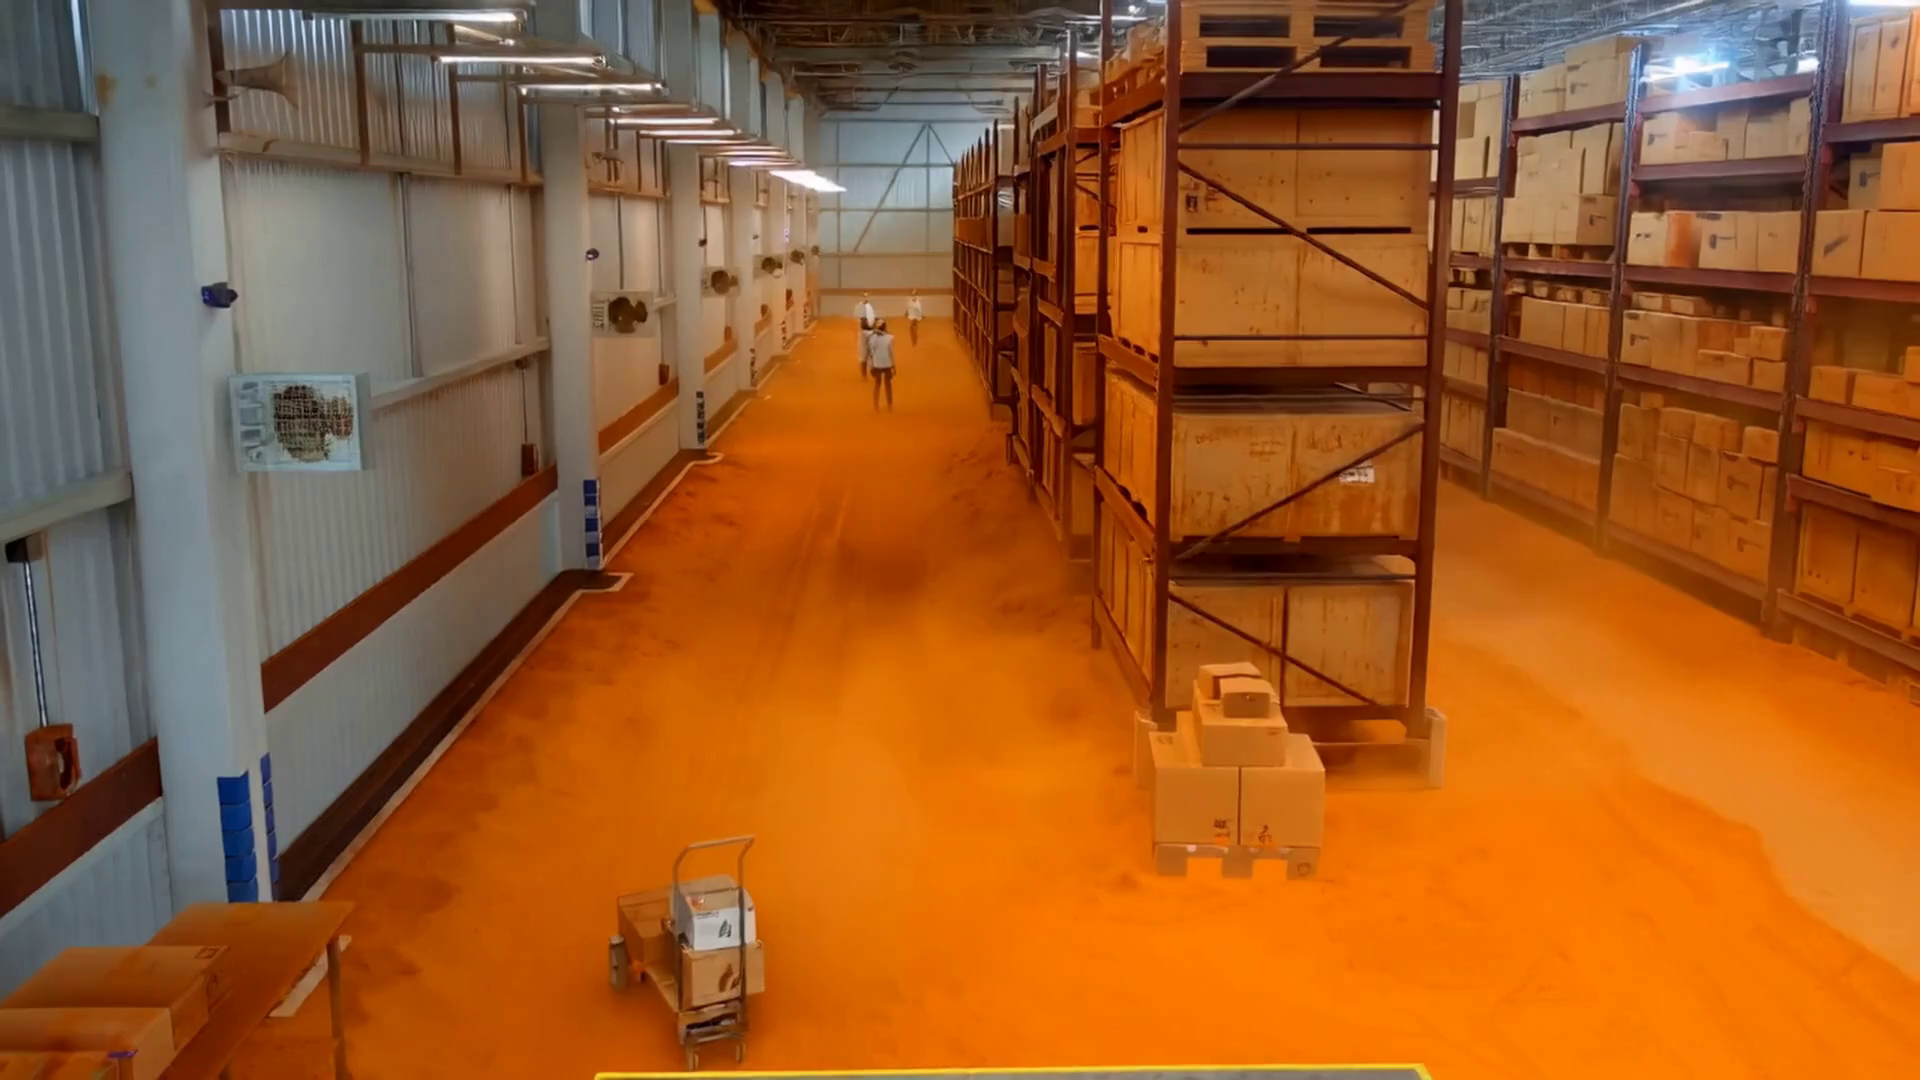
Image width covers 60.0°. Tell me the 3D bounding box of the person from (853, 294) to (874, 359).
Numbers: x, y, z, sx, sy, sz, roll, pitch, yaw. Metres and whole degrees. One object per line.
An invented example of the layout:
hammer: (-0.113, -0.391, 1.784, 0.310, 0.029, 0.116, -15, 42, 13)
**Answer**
person: (-2.857, -6.326, 49.298, 0.638, 1.910, 0.407, 0, 11, 0)

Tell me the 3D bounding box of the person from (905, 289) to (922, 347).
person: (-1.522, -7.237, 54.121, 0.552, 1.873, 1.079, 1, 11, 6)

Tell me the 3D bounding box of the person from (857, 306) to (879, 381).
person: (-2.331, -5.037, 42.605, 0.598, 1.907, 0.405, -2, 11, -8)

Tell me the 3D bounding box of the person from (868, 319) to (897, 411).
person: (-1.660, -3.755, 35.728, 0.621, 1.986, 0.411, -3, 11, -17)
